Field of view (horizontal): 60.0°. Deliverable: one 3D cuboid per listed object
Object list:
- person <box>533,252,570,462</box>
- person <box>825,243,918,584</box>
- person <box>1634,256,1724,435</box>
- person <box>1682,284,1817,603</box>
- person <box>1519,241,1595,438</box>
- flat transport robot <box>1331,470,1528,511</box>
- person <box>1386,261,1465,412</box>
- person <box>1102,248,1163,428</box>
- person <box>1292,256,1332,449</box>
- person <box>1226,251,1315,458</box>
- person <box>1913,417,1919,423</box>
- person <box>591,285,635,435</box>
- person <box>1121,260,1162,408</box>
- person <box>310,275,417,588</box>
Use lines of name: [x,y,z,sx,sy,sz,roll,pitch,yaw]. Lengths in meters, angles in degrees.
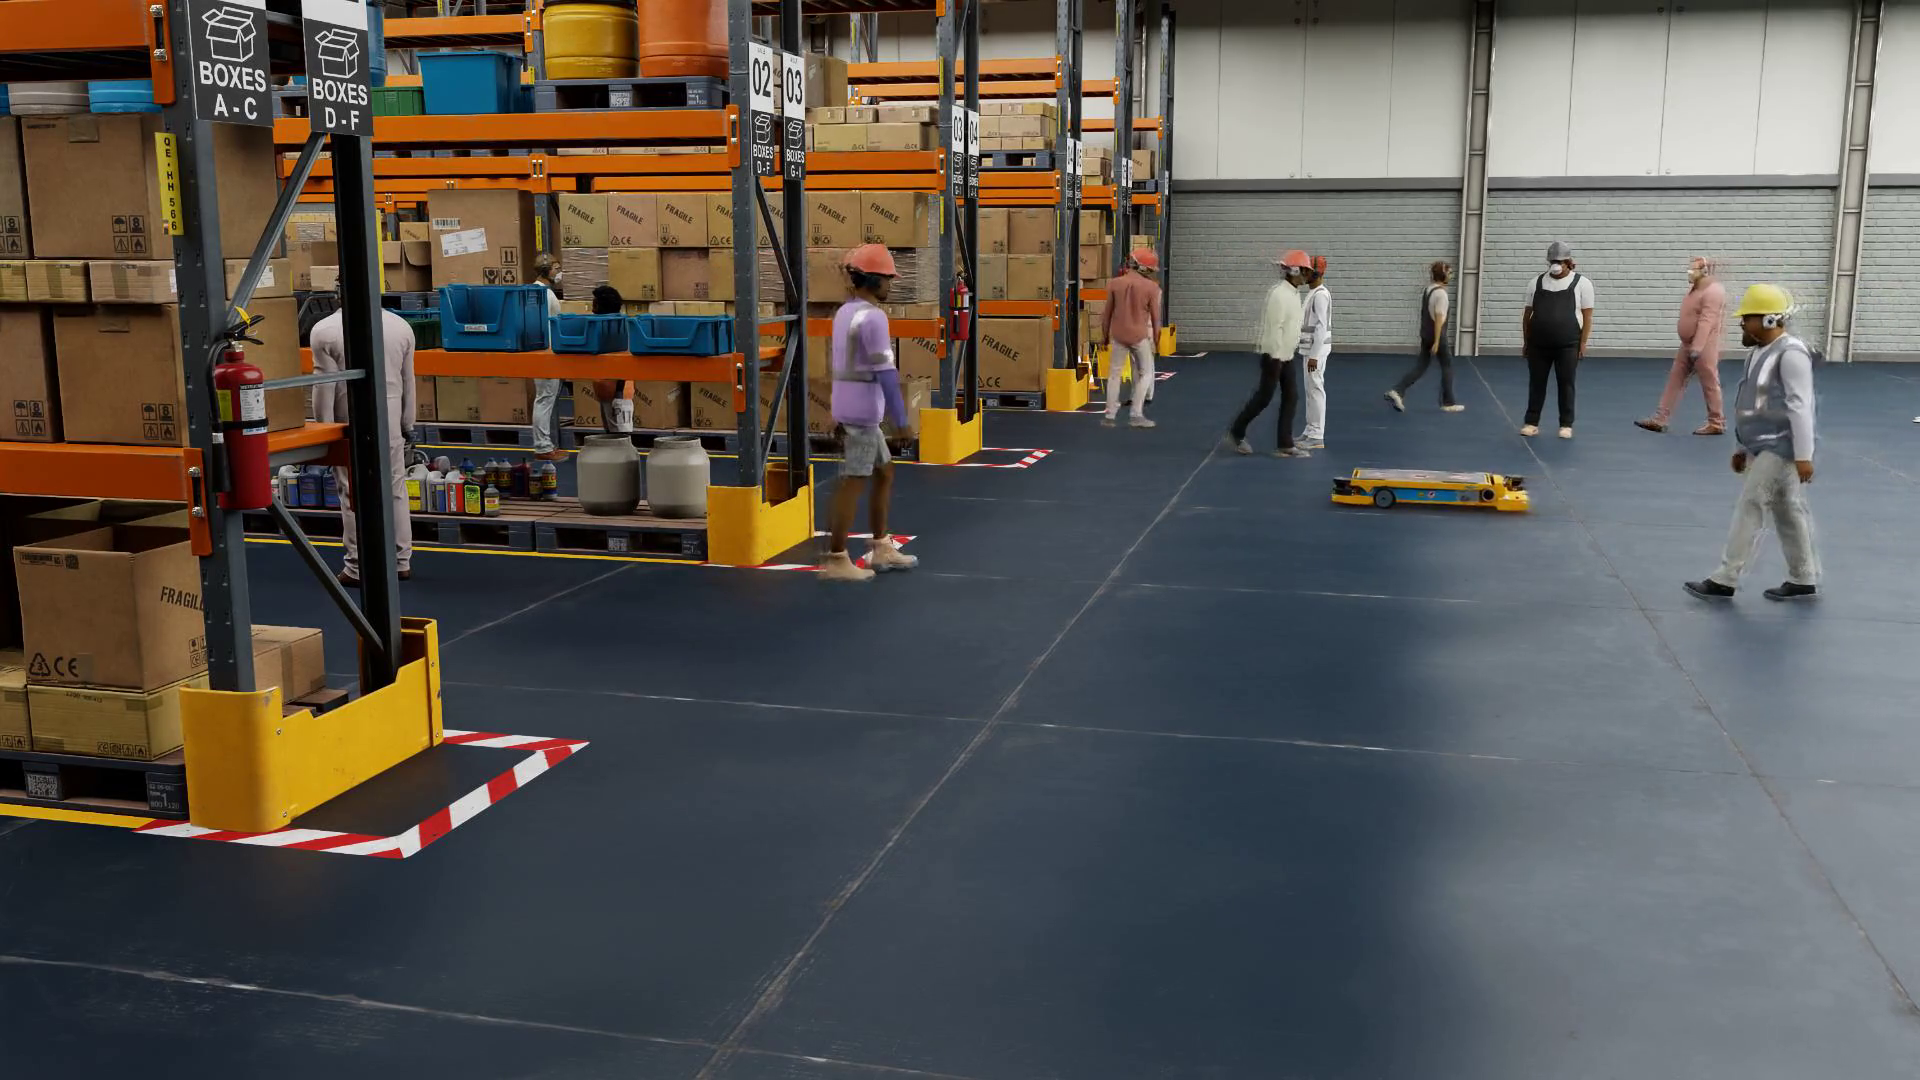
person: [-3.819,-1.677,15.357,0.369,1.932,0.622,-3,11,-16]
person: [-0.483,-0.743,9.938,0.815,2.014,0.635,-4,11,-19]
person: [7.613,-2.022,17.424,0.949,1.864,0.669,0,10,-2]
person: [4.487,-0.529,9.359,0.852,1.788,0.604,2,10,10]
person: [6.154,-2.074,17.231,0.688,2.000,0.536,7,12,32]
flat transport robot: [3.622,-0.400,12.859,1.431,0.197,0.652,3,11,16]
person: [5.561,-2.401,19.713,0.901,1.811,0.510,-2,10,-13]
person: [1.863,-2.190,18.144,0.683,1.948,0.427,5,12,28]
person: [3.469,-1.841,16.376,0.355,1.883,0.575,1,10,4]
person: [2.914,-1.753,15.741,0.810,1.942,0.719,5,11,25]
person: [10.906,-2.181,18.605,0.322,1.761,0.522,7,12,34]
person: [-2.671,-1.099,12.778,0.317,1.695,0.540,-4,11,-23]
person: [2.194,-2.525,20.302,0.404,1.833,0.590,9,14,41]
person: [-3.529,-0.672,9.836,0.409,1.907,0.650,9,13,40]
